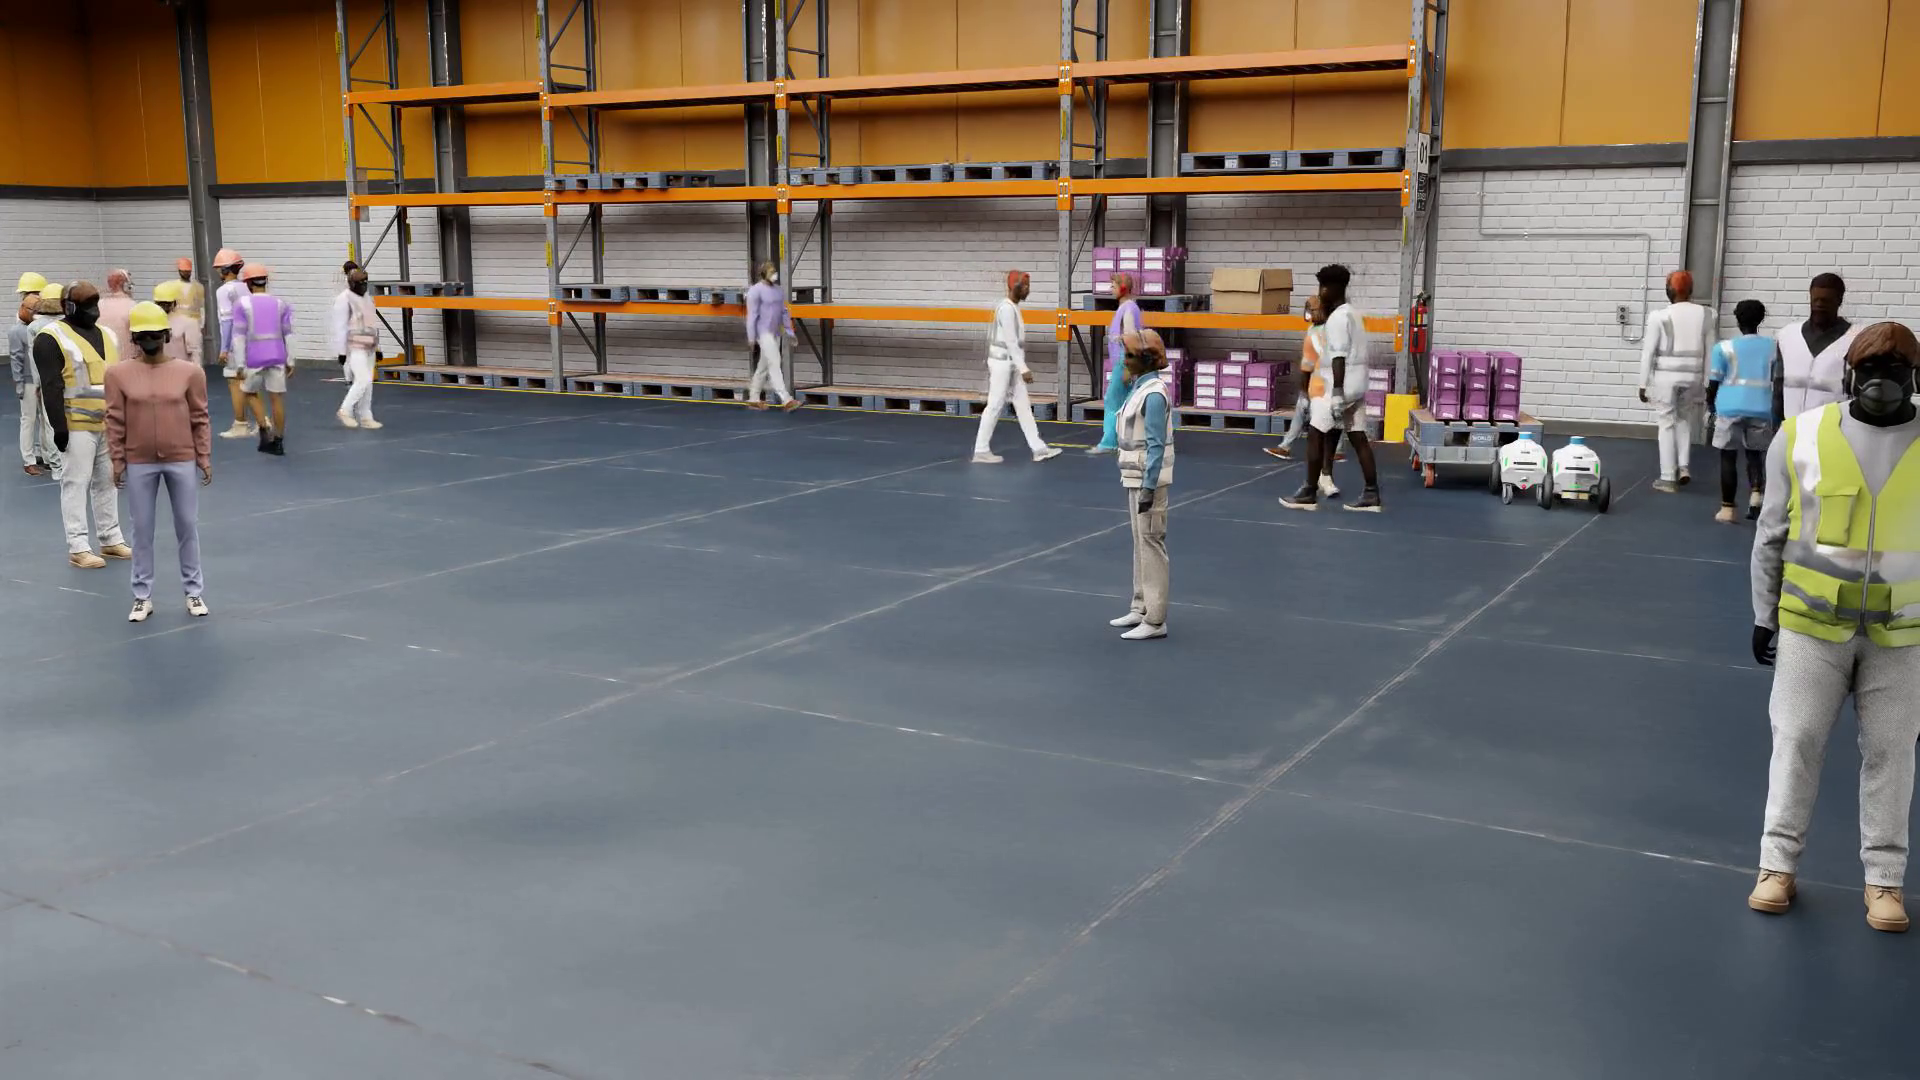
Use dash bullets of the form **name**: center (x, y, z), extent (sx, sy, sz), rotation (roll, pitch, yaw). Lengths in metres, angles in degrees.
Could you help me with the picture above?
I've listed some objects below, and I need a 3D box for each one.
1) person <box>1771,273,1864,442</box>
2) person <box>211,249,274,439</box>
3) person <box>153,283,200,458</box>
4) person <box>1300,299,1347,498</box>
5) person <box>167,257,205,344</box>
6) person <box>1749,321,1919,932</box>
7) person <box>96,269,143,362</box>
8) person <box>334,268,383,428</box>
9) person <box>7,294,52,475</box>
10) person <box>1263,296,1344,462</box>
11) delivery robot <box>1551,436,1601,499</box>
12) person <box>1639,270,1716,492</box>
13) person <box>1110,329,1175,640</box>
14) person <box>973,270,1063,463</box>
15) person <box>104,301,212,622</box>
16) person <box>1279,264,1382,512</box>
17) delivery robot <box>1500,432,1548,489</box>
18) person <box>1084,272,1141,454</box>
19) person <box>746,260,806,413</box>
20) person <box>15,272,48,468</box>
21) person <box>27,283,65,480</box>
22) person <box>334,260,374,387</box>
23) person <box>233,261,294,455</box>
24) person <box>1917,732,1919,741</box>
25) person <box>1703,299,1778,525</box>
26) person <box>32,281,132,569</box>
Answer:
- **person**: center (5.198, -0.668, 10.171), extent (0.786, 1.890, 0.609), rotation (-9, 13, -41)
- **person**: center (-7.759, -2.098, 17.919), extent (0.555, 2.041, 0.627), rotation (1, 10, 8)
- **person**: center (-7.516, -1.572, 15.823), extent (0.539, 1.710, 0.916), rotation (-1, 10, -7)
- **person**: center (3.116, -1.195, 13.863), extent (0.540, 1.652, 0.863), rotation (-1, 10, -5)
- **person**: center (-11.691, -3.316, 25.148), extent (0.549, 1.915, 0.846), rotation (-5, 11, -26)
- **person**: center (2.745, 0.262, 5.075), extent (0.626, 1.844, 0.429), rotation (5, 11, 26)
- **person**: center (-7.869, -1.616, 15.694), extent (0.665, 1.849, 1.012), rotation (3, 10, 17)
- **person**: center (-6.785, -2.156, 18.810), extent (0.433, 1.823, 0.638), rotation (1, 10, 8)
- **person**: center (-8.387, -1.412, 15.142), extent (0.279, 1.633, 0.499), rotation (4, 11, 19)
- **person**: center (3.331, -1.517, 15.831), extent (0.836, 1.585, 0.500), rotation (-3, 10, -16)
- **delivery robot**: center (4.891, -0.580, 13.220), extent (0.477, 0.478, 0.707), rotation (3, 11, 17)
- **person**: center (6.050, -1.338, 14.080), extent (0.606, 1.859, 0.428), rotation (0, 10, -2)
- **person**: center (0.976, -0.293, 8.791), extent (0.310, 1.639, 0.514), rotation (-1, 10, -3)
- **person**: center (0.531, -1.635, 15.819), extent (0.895, 1.836, 0.576), rotation (2, 10, 13)
- **person**: center (-4.425, -0.433, 9.222), extent (0.526, 1.768, 0.331), rotation (-4, 11, -23)
- **person**: center (2.899, -1.171, 12.953), extent (0.882, 1.923, 0.626), rotation (5, 11, 28)
- **delivery robot**: center (4.589, -0.637, 13.543), extent (0.477, 0.478, 0.707), rotation (3, 10, 16)
- **person**: center (1.690, -1.740, 16.501), extent (0.809, 1.818, 0.575), rotation (1, 10, 4)
- **person**: center (-2.316, -2.533, 20.771), extent (0.978, 1.889, 0.643), rotation (5, 11, 25)
- **person**: center (-8.535, -1.568, 15.475), extent (0.600, 1.827, 0.404), rotation (3, 10, 16)
- **person**: center (-7.984, -1.405, 14.809), extent (0.483, 1.738, 0.312), rotation (-3, 10, -16)
- **person**: center (-8.939, -3.179, 24.490), extent (0.553, 1.868, 0.310), rotation (-1, 10, -4)
- **person**: center (-6.889, -1.788, 16.470), extent (0.577, 1.914, 0.432), rotation (-9, 13, -42)
- **person**: center (4.234, -0.075, 6.798), extent (0.409, 1.908, 0.647), rotation (-10, 14, -44)
- **person**: center (5.837, -0.950, 12.380), extent (0.548, 1.673, 0.366), rotation (1, 10, 4)
- **person**: center (-5.642, -0.749, 10.802), extent (0.429, 1.844, 0.627), rotation (3, 10, 15)
